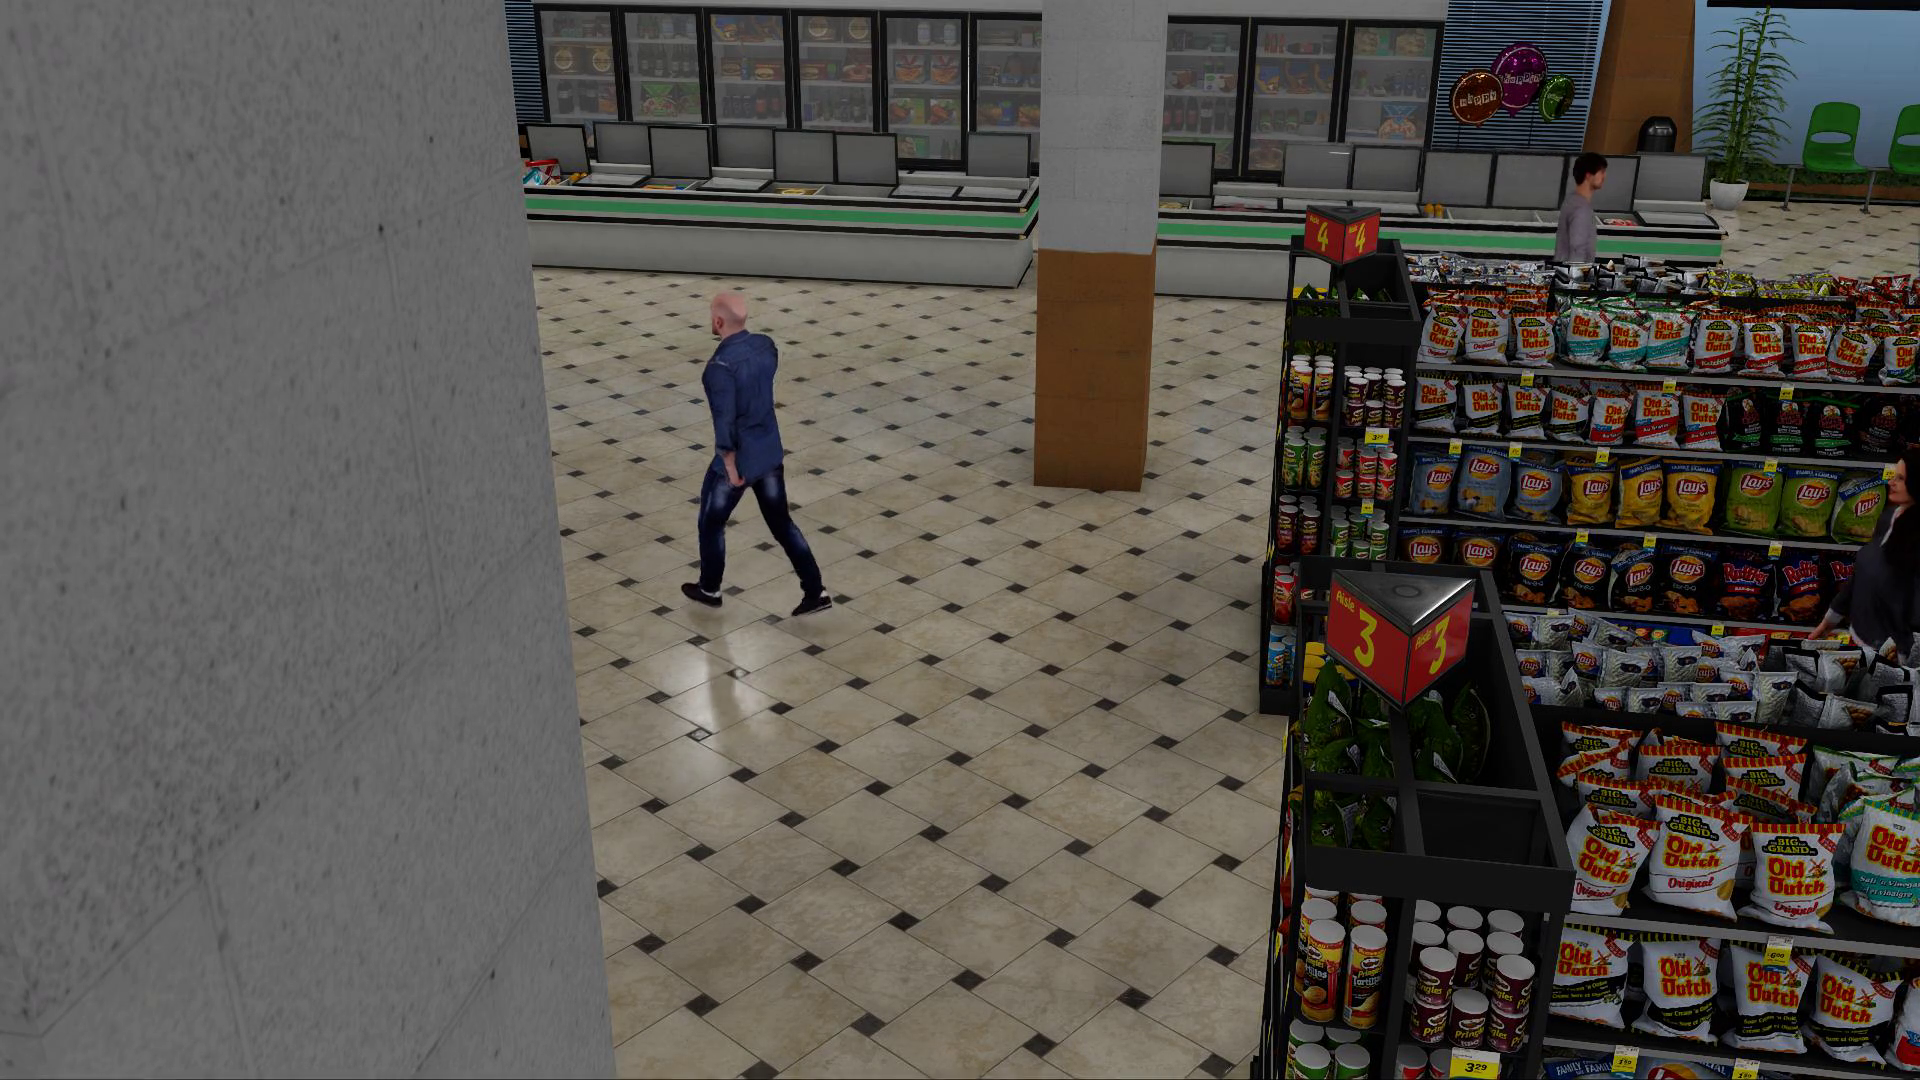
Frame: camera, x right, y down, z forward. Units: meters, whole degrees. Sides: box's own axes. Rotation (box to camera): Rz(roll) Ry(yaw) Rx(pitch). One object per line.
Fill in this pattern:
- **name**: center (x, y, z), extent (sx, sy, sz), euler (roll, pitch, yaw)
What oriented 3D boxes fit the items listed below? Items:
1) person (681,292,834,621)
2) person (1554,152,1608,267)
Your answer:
- **person**: center (-1.042, -0.386, 8.664), extent (1.293, 1.788, 1.031), euler (15, 28, 31)
- **person**: center (4.333, -1.852, 11.967), extent (1.013, 1.826, 0.769), euler (7, 25, 17)
